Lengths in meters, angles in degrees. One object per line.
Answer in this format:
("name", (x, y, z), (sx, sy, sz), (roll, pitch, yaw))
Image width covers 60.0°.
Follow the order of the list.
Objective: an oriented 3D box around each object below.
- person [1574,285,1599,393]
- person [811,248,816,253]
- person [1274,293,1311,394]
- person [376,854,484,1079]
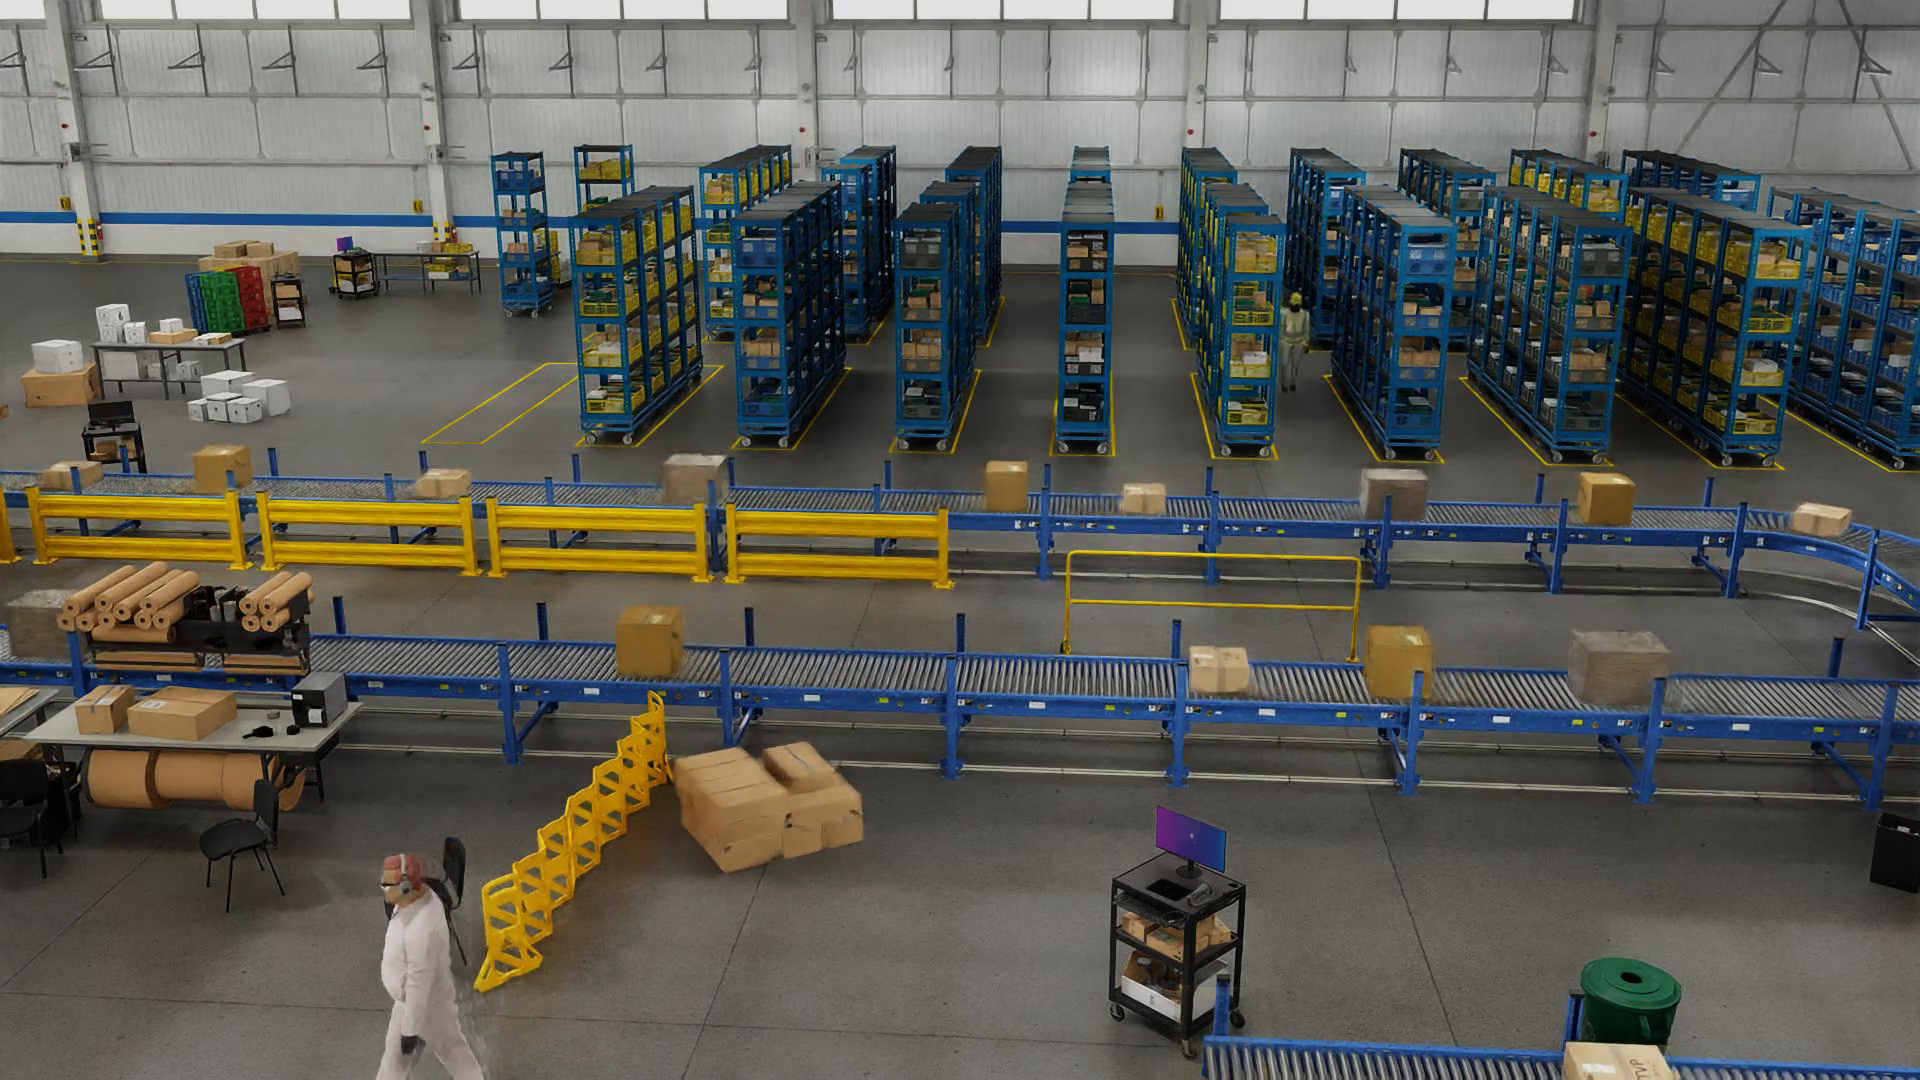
("person", (11.119, -3.613, 29.785), (0.653, 1.974, 0.437), (3, 18, 10))
("person", (-3.488, -6.719, 39.860), (0.390, 1.845, 0.564), (-2, 18, -6))
("person", (5.957, -3.506, 29.726), (0.636, 1.801, 0.761), (2, 18, 5))
("person", (-3.289, 2.732, 9.839), (0.960, 1.855, 0.673), (-8, 19, -23))
